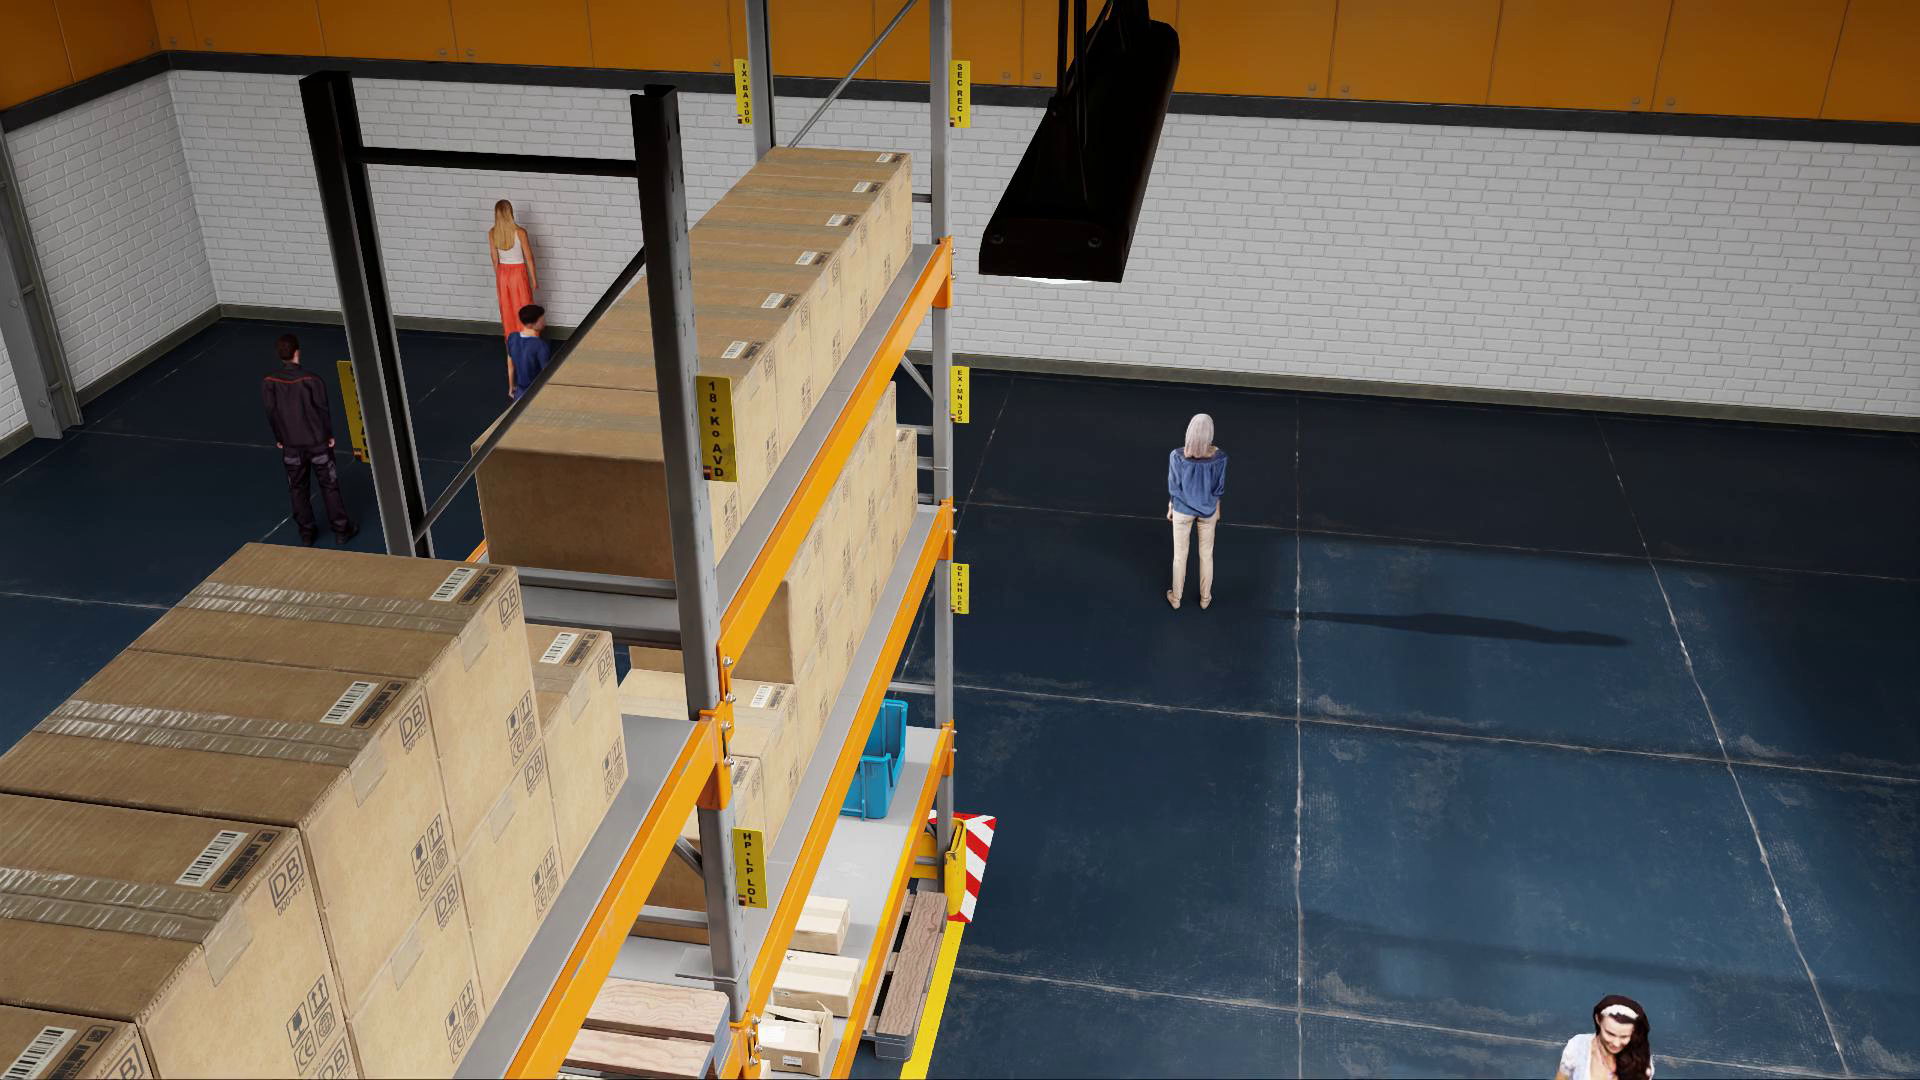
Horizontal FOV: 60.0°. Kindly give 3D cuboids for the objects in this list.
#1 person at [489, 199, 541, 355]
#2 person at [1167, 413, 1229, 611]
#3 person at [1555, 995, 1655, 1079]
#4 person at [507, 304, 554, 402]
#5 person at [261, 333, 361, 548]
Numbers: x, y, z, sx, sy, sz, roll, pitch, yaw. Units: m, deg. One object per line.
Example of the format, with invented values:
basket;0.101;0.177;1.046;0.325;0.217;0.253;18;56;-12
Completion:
person;-4.801;-2.775;17.880;0.631;1.802;0.588;7;29;12
person;1.881;-0.229;13.320;0.655;1.697;0.618;0;29;-1
person;2.909;2.767;7.755;0.617;1.767;1.144;6;29;10
person;-3.899;-1.294;15.145;0.877;1.819;0.781;11;30;19
person;-5.600;-0.851;14.237;0.734;1.911;0.647;-1;29;-2
